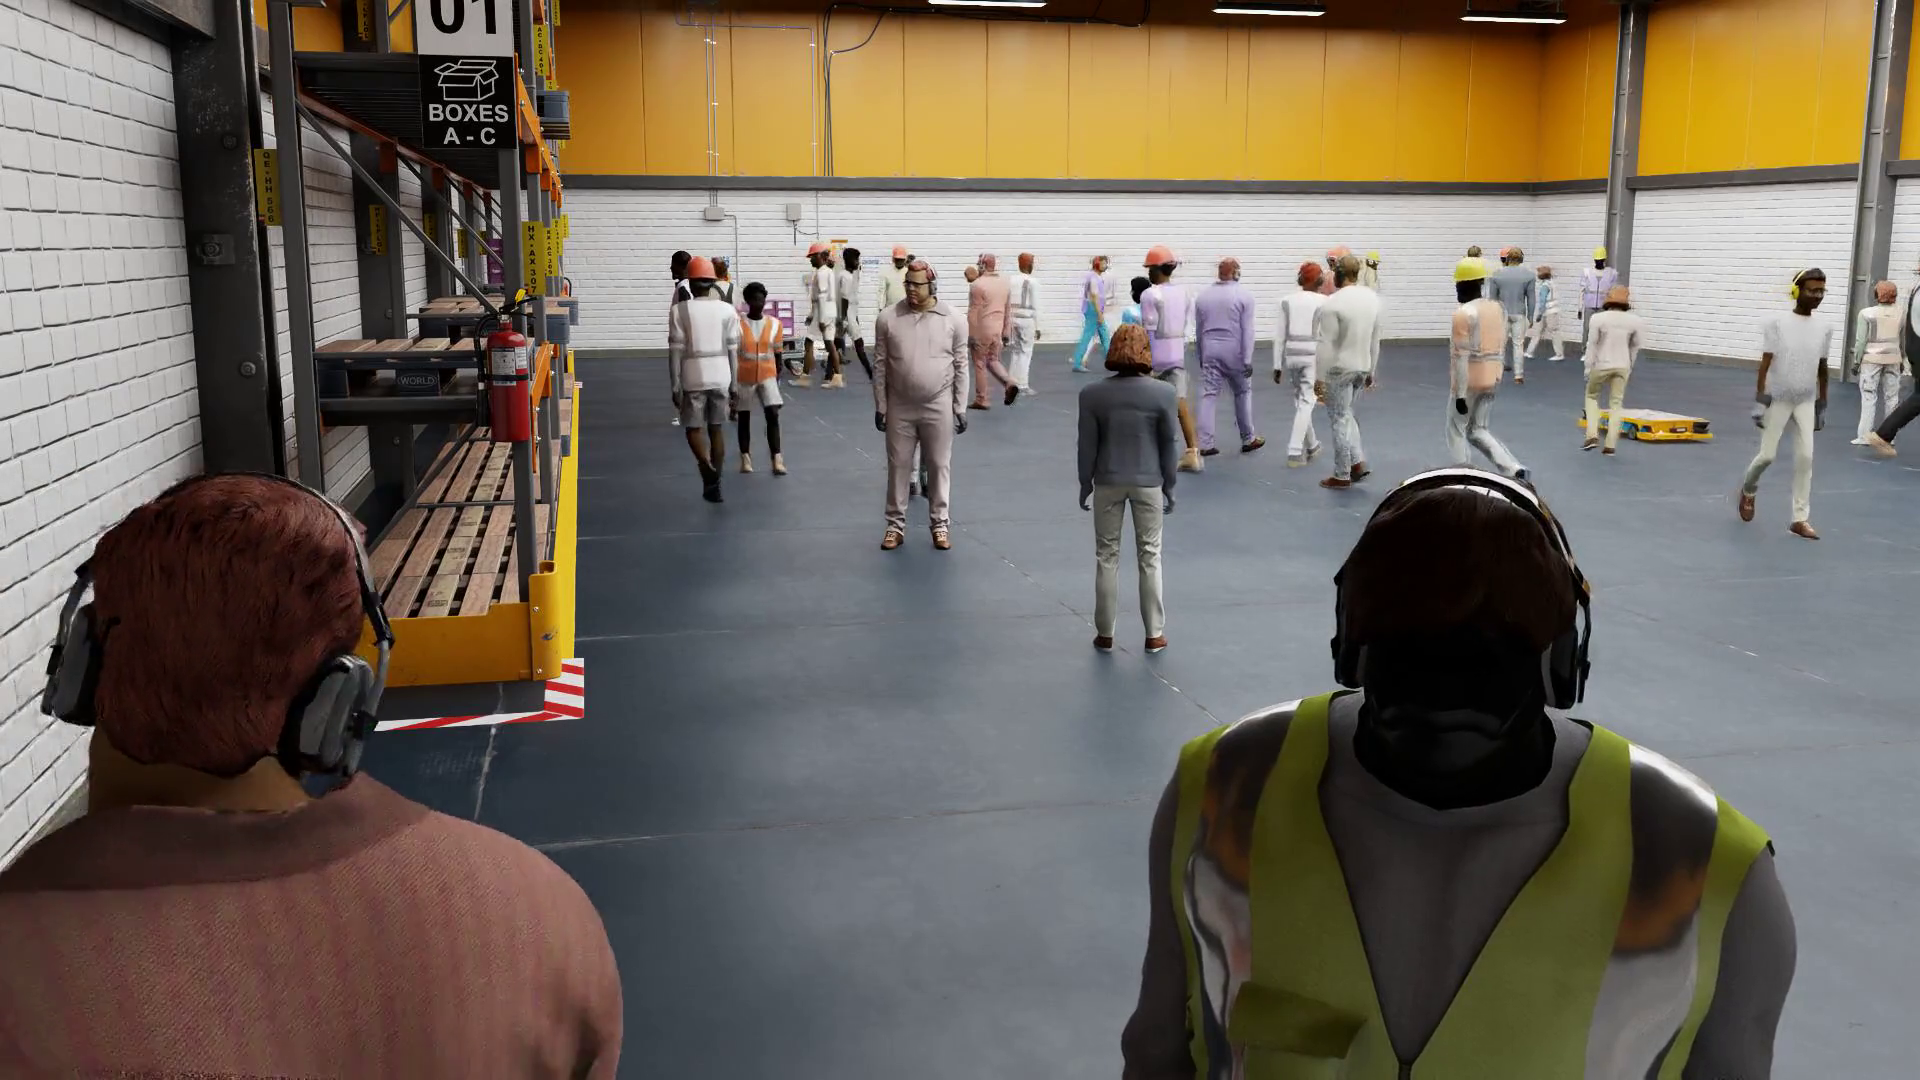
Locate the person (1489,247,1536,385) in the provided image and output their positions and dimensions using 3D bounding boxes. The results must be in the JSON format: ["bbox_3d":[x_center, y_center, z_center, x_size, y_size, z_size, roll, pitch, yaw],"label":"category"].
[{"bbox_3d":[7.778,-3.155,23.470,0.637,1.938,0.355,4,11,21],"label":"person"}]

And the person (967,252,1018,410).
[{"bbox_3d":[0.356,-2.492,19.932,0.563,1.890,0.650,9,14,41],"label":"person"}]

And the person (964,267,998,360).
[{"bbox_3d":[0.249,-3.768,27.844,0.853,1.579,0.513,1,10,4],"label":"person"}]

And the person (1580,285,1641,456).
[{"bbox_3d":[6.179,-1.611,15.821,0.512,1.613,0.471,1,10,4],"label":"person"}]

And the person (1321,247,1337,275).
[{"bbox_3d":[5.124,-3.047,22.882,0.547,1.934,0.375,3,11,16],"label":"person"}]

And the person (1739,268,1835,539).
[{"bbox_3d":[5.758,-0.963,11.567,0.555,1.849,0.725,0,10,2],"label":"person"}]

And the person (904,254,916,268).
[{"bbox_3d":[-0.813,-3.706,26.893,1.018,1.806,0.516,1,10,8],"label":"person"}]

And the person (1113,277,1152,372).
[{"bbox_3d":[1.770,-1.843,16.951,0.557,1.652,0.836,-9,13,-40],"label":"person"}]

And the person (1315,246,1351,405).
[{"bbox_3d":[4.750,-2.672,20.755,0.962,1.946,0.655,-7,12,-33],"label":"person"}]

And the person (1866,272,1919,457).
[{"bbox_3d":[9.050,-1.773,15.529,0.921,2.000,0.685,4,11,21],"label":"person"}]

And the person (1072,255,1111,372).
[{"bbox_3d":[2.167,-3.461,25.555,0.955,1.794,0.596,2,10,13],"label":"person"}]

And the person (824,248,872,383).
[{"bbox_3d":[-1.500,-3.189,23.703,0.987,1.913,0.630,-3,11,-16],"label":"person"}]

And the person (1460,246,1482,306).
[{"bbox_3d":[8.793,-4.083,28.612,0.373,1.940,0.629,-2,10,-11],"label":"person"}]

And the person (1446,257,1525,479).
[{"bbox_3d":[3.953,-1.191,12.659,0.599,1.911,0.636,-8,13,-39],"label":"person"}]

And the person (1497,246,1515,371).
[{"bbox_3d":[8.524,-3.612,26.011,0.362,1.934,0.551,3,11,18],"label":"person"}]

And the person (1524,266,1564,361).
[{"bbox_3d":[9.862,-3.821,28.096,0.801,1.588,0.532,3,11,15],"label":"person"}]

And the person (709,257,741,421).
[{"bbox_3d":[-2.684,-2.244,18.678,0.505,1.847,0.344,-8,13,-39],"label":"person"}]

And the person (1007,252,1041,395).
[{"bbox_3d":[0.832,-2.843,21.916,0.346,1.884,0.582,-8,13,-38],"label":"person"}]

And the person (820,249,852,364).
[{"bbox_3d":[-2.278,-3.823,27.293,0.909,1.907,0.558,-1,10,-3],"label":"person"}]

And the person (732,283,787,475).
[{"bbox_3d":[-1.758,-1.369,14.337,0.552,1.669,0.777,-3,11,-17],"label":"person"}]

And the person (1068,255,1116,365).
[{"bbox_3d":[2.278,-3.701,26.913,0.953,1.799,0.634,-1,10,-5],"label":"person"}]

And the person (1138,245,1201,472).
[{"bbox_3d":[1.773,-1.604,14.748,0.634,1.984,1.065,-8,13,-38],"label":"person"}]

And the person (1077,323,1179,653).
[{"bbox_3d":[0.826,-0.252,8.228,0.501,1.633,0.283,2,10,9],"label":"person"}]

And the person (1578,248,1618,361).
[{"bbox_3d":[10.733,-3.935,27.975,0.642,1.916,0.556,4,11,22],"label":"person"}]

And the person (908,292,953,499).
[{"bbox_3d":[-0.257,-1.214,13.078,0.596,1.814,0.542,-4,11,-21],"label":"person"}]

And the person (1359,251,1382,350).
[{"bbox_3d":[7.587,-4.420,30.797,0.403,1.824,0.586,-1,10,-7],"label":"person"}]

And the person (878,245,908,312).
[{"bbox_3d":[-0.953,-3.577,25.774,0.627,1.973,0.839,0,10,2],"label":"person"}]

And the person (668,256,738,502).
[{"bbox_3d":[-1.951,-1.216,12.793,0.554,1.922,0.622,-4,11,-22],"label":"person"}]

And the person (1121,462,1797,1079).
[{"bbox_3d":[0.439,0.838,1.633,0.622,1.839,0.429,4,11,22],"label":"person"}]

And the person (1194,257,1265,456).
[{"bbox_3d":[2.585,-1.753,15.884,0.671,1.863,0.927,8,13,37],"label":"person"}]

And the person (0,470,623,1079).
[{"bbox_3d":[-0.518,0.892,1.280,0.527,1.865,0.687,8,13,37],"label":"person"}]

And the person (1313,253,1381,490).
[{"bbox_3d":[3.114,-1.359,13.540,0.652,1.928,0.434,-8,13,-37],"label":"person"}]

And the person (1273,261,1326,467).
[{"bbox_3d":[3.194,-1.607,15.168,0.573,1.835,0.929,8,13,39],"label":"person"}]

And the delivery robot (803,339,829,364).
[{"bbox_3d":[-2.312,-2.944,25.877,0.707,0.478,0.477,-5,11,-26],"label":"delivery robot"}]

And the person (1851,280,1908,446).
[{"bbox_3d":[9.104,-1.741,16.462,0.514,1.640,0.315,1,10,5],"label":"person"}]

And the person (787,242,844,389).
[{"bbox_3d":[-2.000,-3.055,22.743,0.910,1.997,0.615,2,10,9],"label":"person"}]

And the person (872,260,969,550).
[{"bbox_3d":[-0.262,-0.876,10.948,0.639,1.904,0.402,1,10,3],"label":"person"}]

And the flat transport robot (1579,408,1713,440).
[{"bbox_3d":[7.133,-1.216,17.349,0.652,0.197,1.431,-2,10,-10],"label":"flat transport robot"}]

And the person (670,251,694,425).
[{"bbox_3d":[-3.017,-2.223,18.361,0.393,1.920,0.588,-1,10,-5],"label":"person"}]
